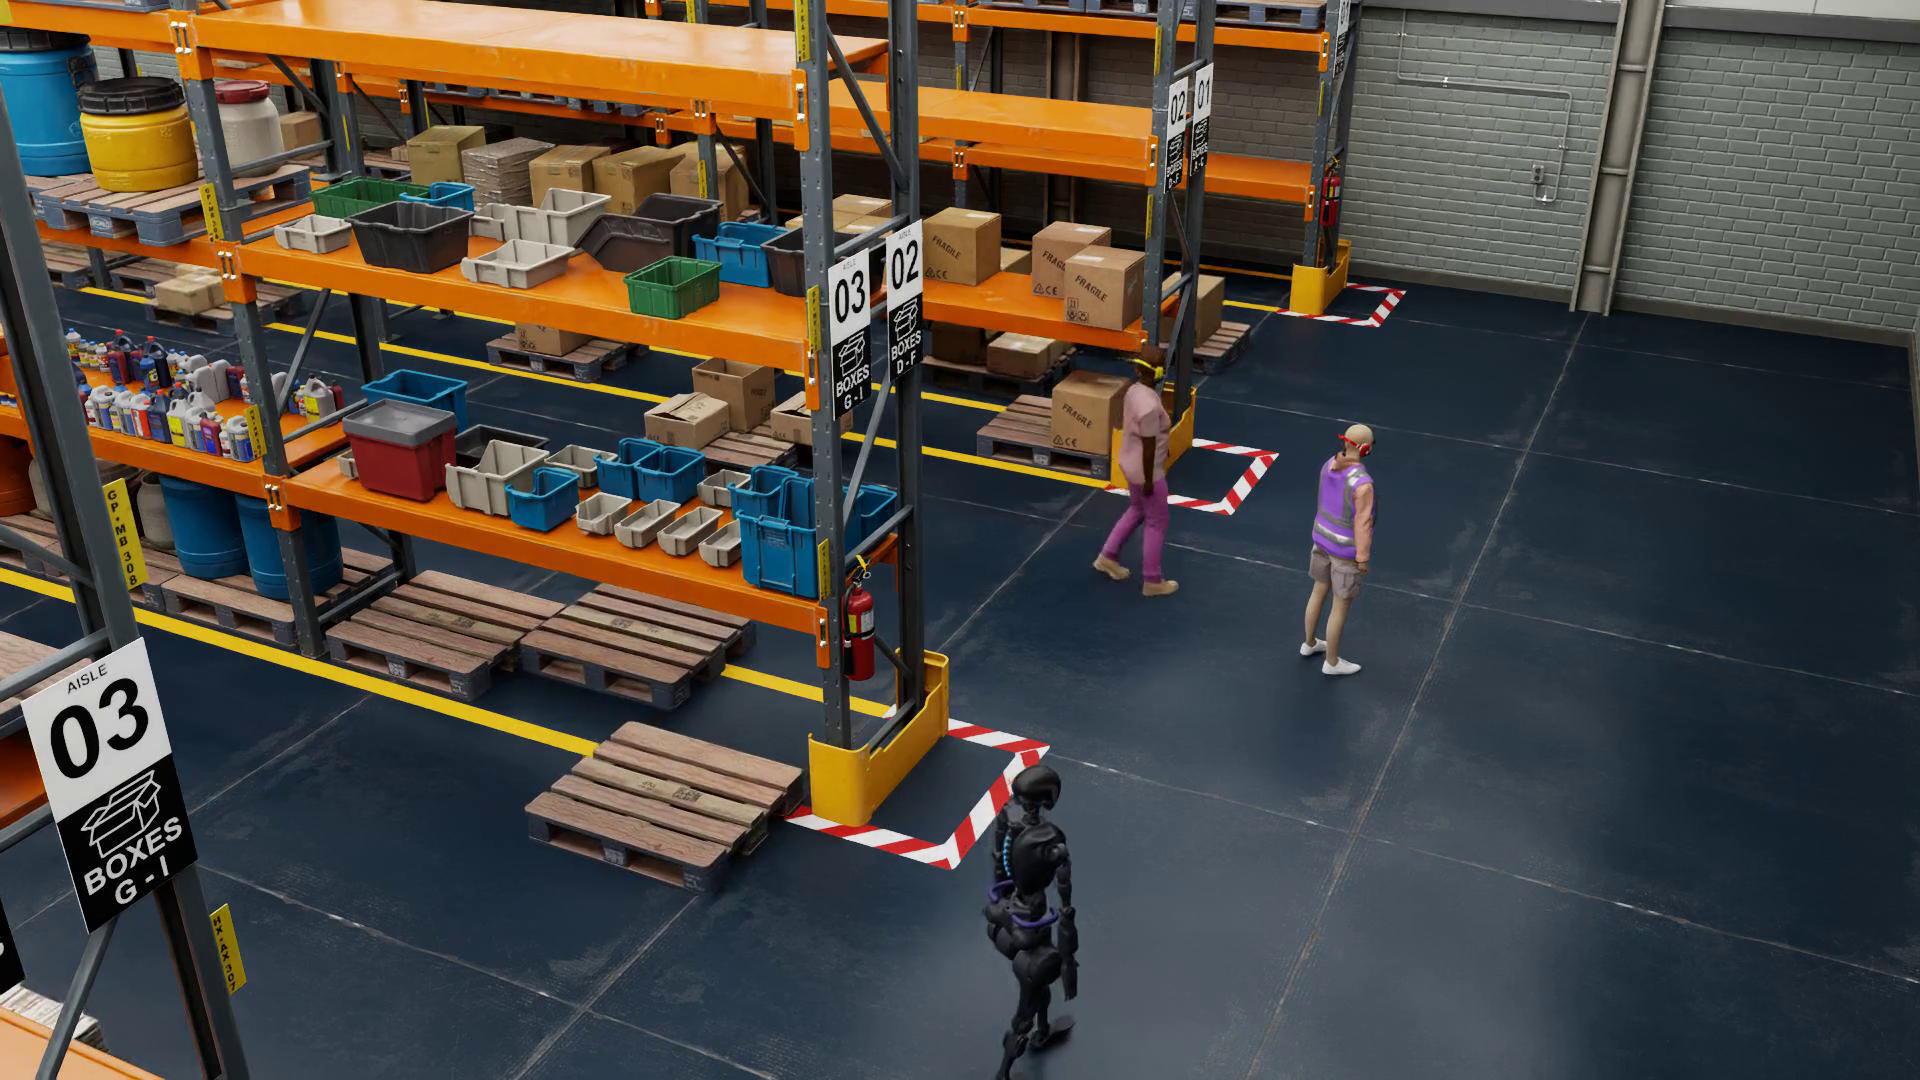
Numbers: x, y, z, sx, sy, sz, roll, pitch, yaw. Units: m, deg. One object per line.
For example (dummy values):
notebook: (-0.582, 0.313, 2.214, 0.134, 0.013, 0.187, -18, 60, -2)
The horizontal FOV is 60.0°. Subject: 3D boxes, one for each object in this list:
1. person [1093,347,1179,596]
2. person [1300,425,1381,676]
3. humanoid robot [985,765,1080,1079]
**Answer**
person: (1.255, -0.489, 11.589, 0.570, 1.776, 0.522, -5, 27, -11)
person: (2.426, 0.057, 10.590, 0.350, 1.688, 0.489, -11, 28, -21)
humanoid robot: (0.344, 1.689, 7.306, 0.651, 1.637, 0.595, -16, 30, -29)
